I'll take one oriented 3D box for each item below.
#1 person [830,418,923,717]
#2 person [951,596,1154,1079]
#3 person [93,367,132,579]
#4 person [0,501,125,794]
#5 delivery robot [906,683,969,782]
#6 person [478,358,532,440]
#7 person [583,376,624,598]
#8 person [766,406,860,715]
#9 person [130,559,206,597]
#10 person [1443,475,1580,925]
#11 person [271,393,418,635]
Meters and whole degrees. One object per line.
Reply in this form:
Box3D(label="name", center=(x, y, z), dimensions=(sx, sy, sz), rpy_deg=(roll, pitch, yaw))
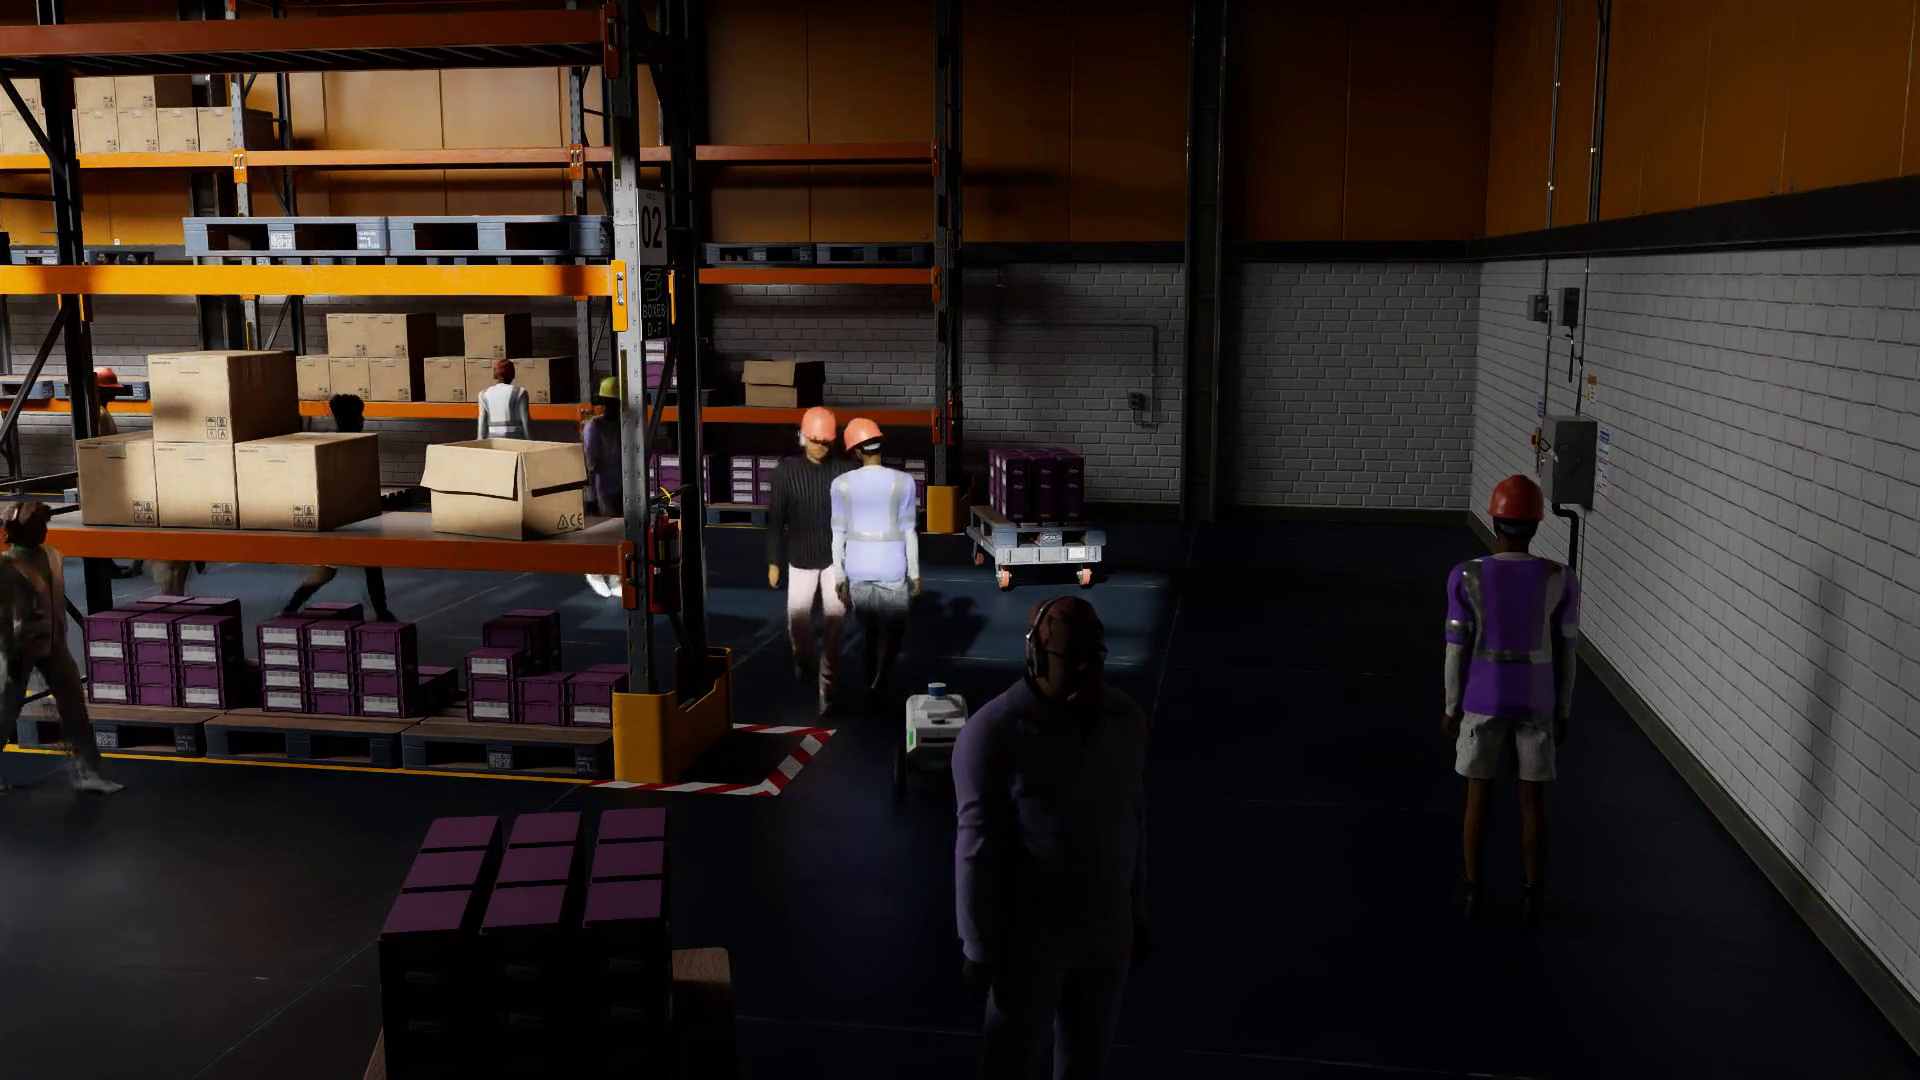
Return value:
Box3D(label="person", center=(-0.527, 0.193, 10.347), dimensions=(0.584, 1.892, 0.523), rpy_deg=(1, 9, 8))
Box3D(label="person", center=(0.293, 1.094, 4.716), dimensions=(0.651, 1.906, 0.403), rpy_deg=(-6, 11, -32))
Box3D(label="person", center=(-7.799, -0.615, 15.219), dimensions=(0.376, 1.935, 0.550), rpy_deg=(-5, 11, -30))
Box3D(label="person", center=(-4.962, 0.580, 8.854), dimensions=(0.844, 1.597, 0.529), rpy_deg=(2, 9, 12))
Box3D(label="delivery robot", center=(-0.123, 1.021, 9.056), dimensions=(0.477, 0.478, 0.707), rpy_deg=(0, 9, -2))
Box3D(label="person", center=(-4.860, -0.994, 17.766), dimensions=(0.672, 1.872, 0.483), rpy_deg=(2, 9, 13))
Box3D(label="person", center=(-2.938, -0.440, 14.198), dimensions=(0.410, 1.912, 0.592), rpy_deg=(3, 10, 20))
Box3D(label="person", center=(-0.918, 0.103, 10.686), dimensions=(0.642, 1.963, 0.755), rpy_deg=(-1, 9, -6))
Box3D(label="person", center=(-5.496, 0.121, 11.679), dimensions=(0.787, 1.608, 0.514), rpy_deg=(2, 9, 13))
Box3D(label="person", center=(2.345, 0.688, 7.136), dimensions=(0.542, 1.939, 0.359), rpy_deg=(2, 9, 12))
Box3D(label="person", center=(-4.705, -0.160, 12.515), dimensions=(1.017, 1.915, 0.591), rpy_deg=(-1, 9, -6))
